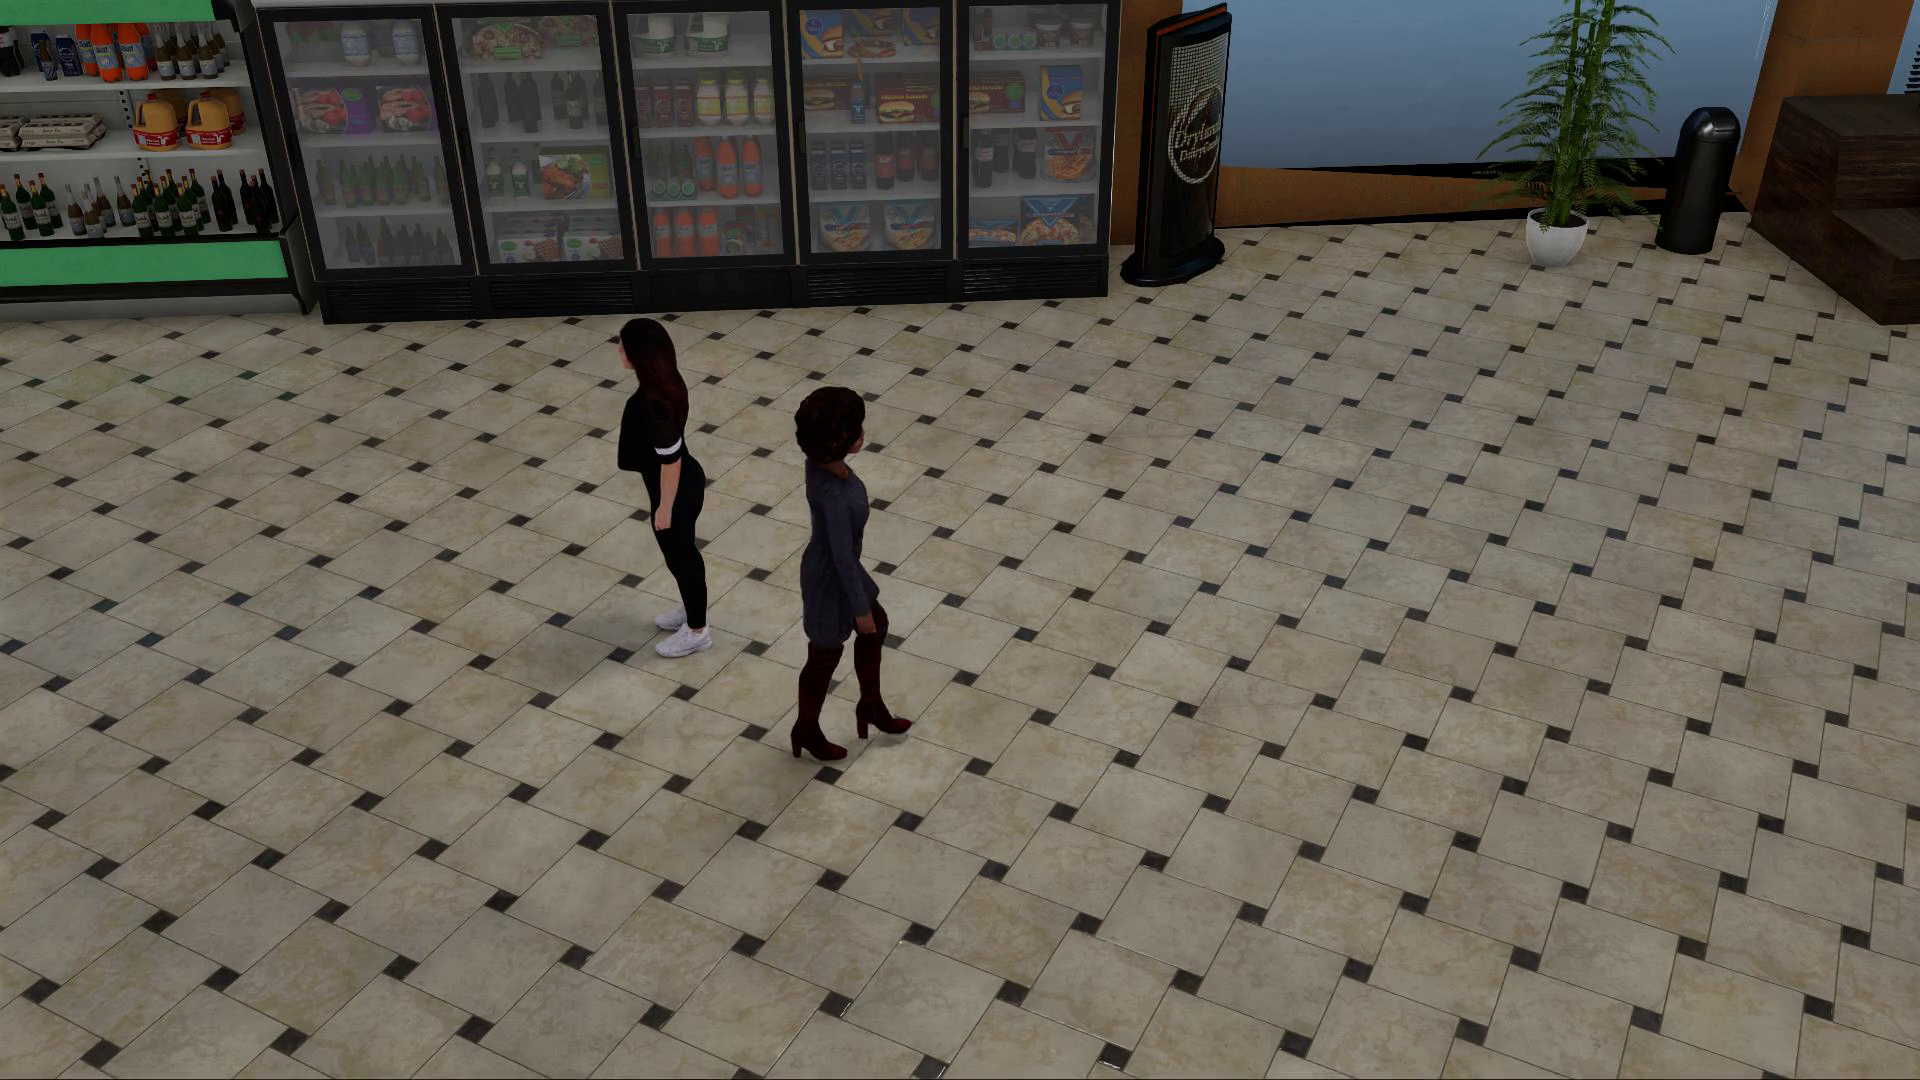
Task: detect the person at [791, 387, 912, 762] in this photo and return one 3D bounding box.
[{"bbox_3d":[-0.585,0.184,6.582,0.720,1.695,0.618,-3,32,-5],"label":"person"}]

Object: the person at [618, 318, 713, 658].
[{"bbox_3d":[-1.270,-0.225,7.292,0.577,1.638,0.604,-4,32,-6],"label":"person"}]
